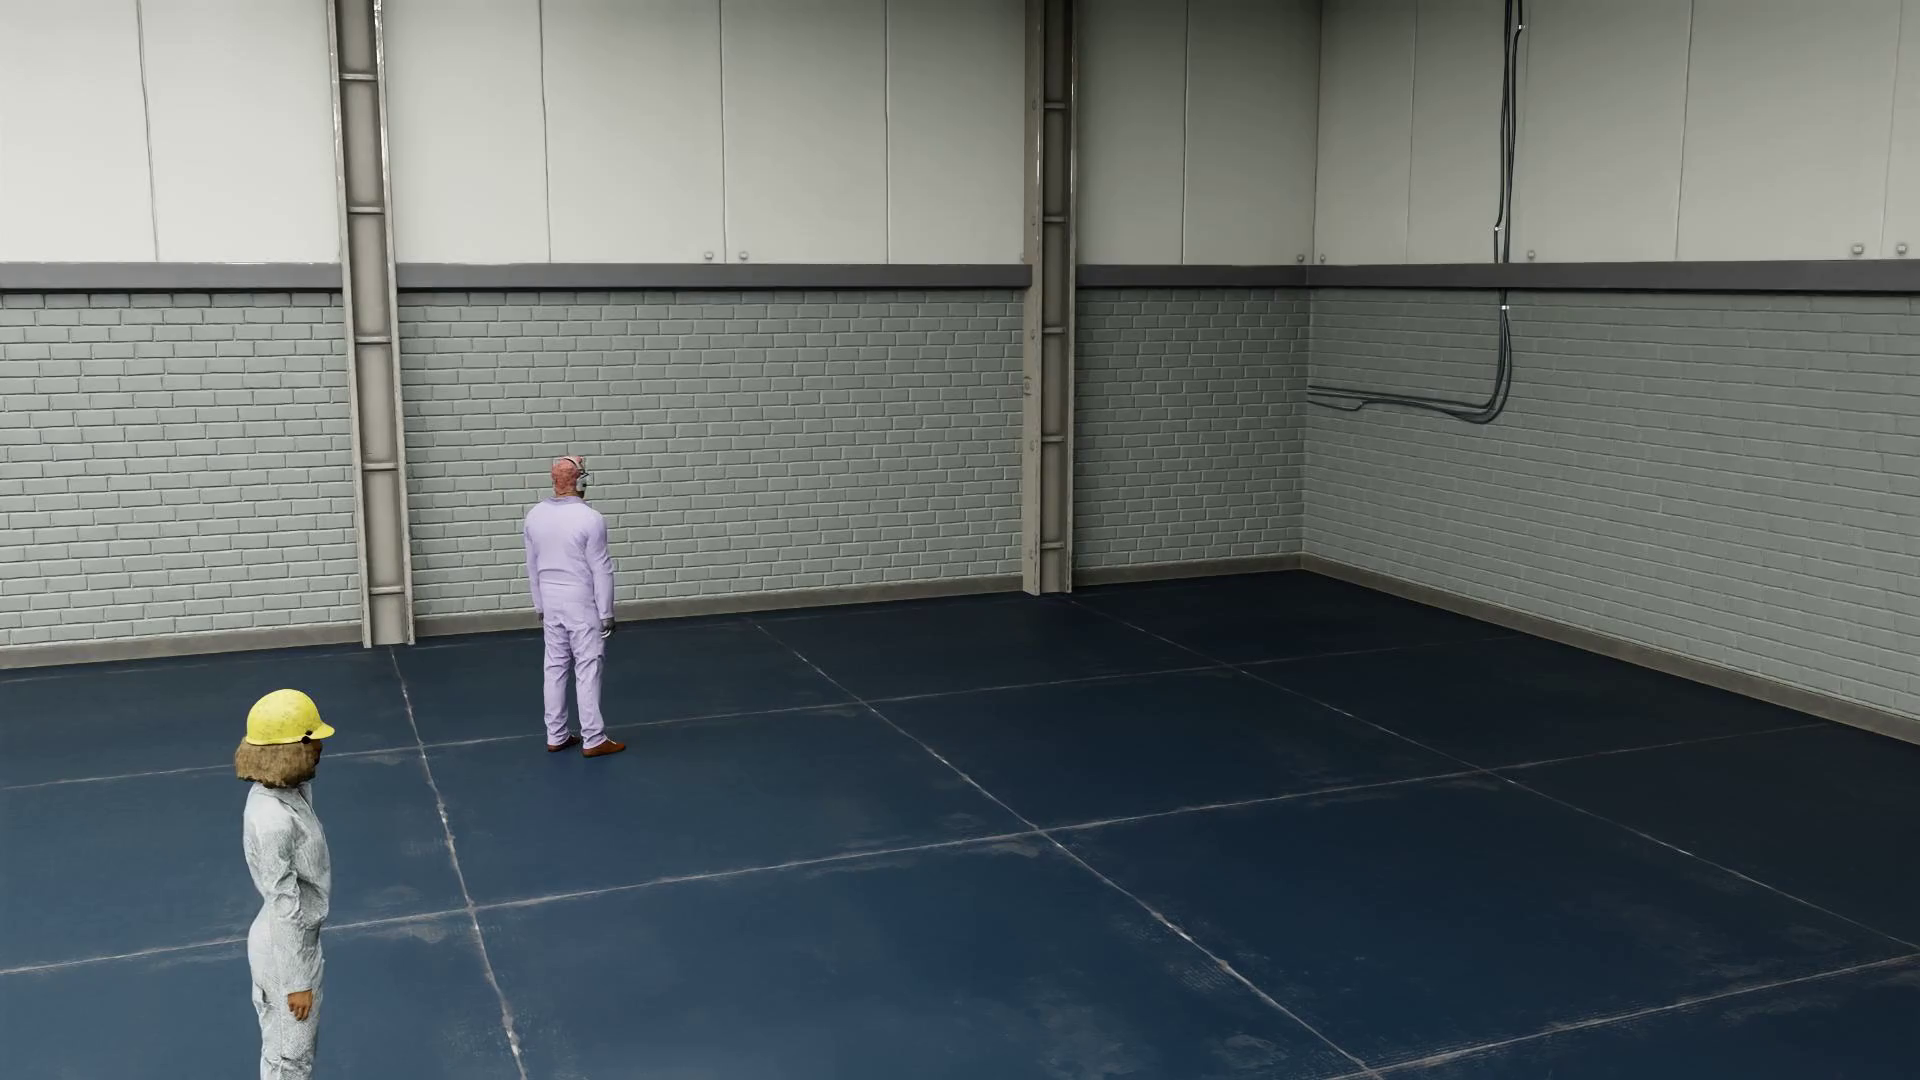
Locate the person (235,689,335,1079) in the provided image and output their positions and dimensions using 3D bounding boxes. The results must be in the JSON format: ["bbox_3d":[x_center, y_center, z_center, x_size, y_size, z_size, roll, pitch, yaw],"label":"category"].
[{"bbox_3d":[-2.113,1.328,5.313,0.295,1.743,0.492,-4,10,-22],"label":"person"}]

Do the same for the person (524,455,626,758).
[{"bbox_3d":[-2.420,0.417,10.502,0.645,1.913,0.409,5,10,28],"label":"person"}]
